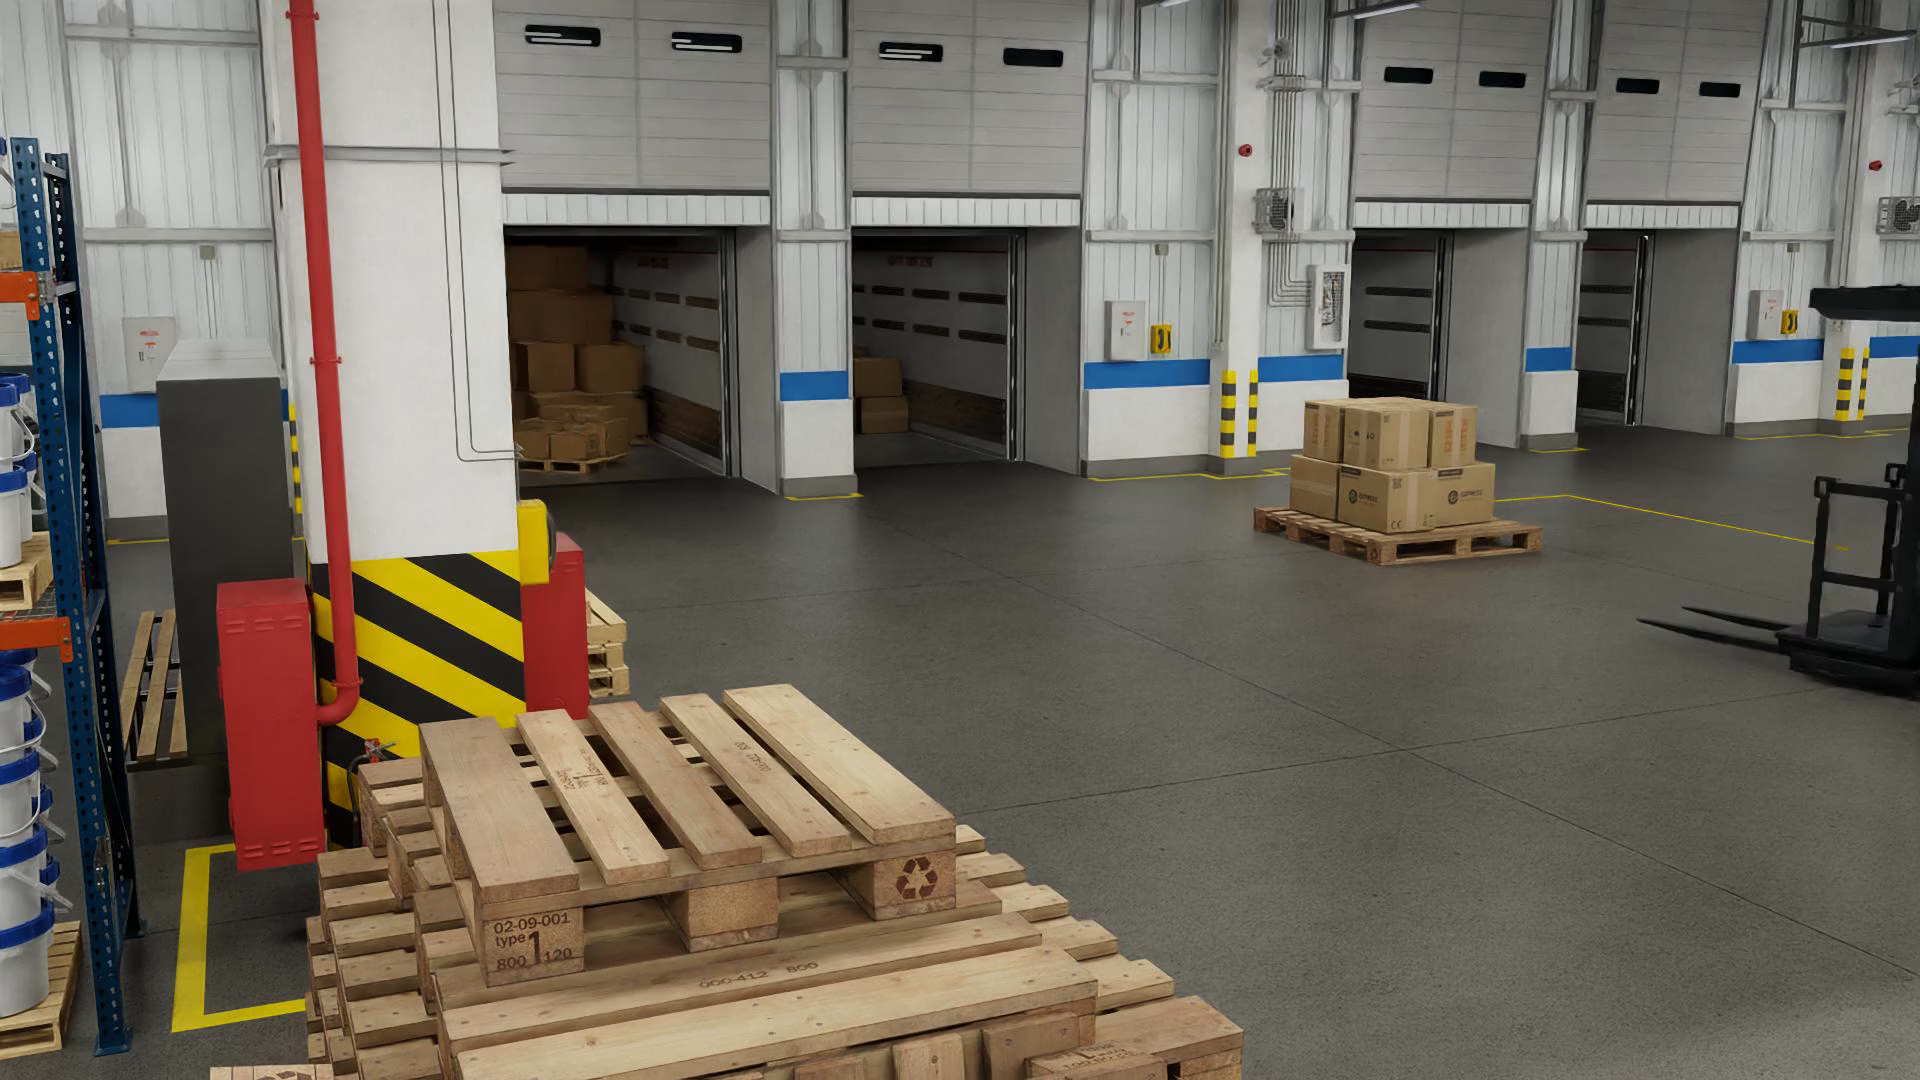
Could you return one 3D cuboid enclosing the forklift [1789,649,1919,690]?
[{"bbox_3d":[6.205,-0.471,9.782,1.129,2.768,1.873,-8,13,-38],"label":"forklift"}]
